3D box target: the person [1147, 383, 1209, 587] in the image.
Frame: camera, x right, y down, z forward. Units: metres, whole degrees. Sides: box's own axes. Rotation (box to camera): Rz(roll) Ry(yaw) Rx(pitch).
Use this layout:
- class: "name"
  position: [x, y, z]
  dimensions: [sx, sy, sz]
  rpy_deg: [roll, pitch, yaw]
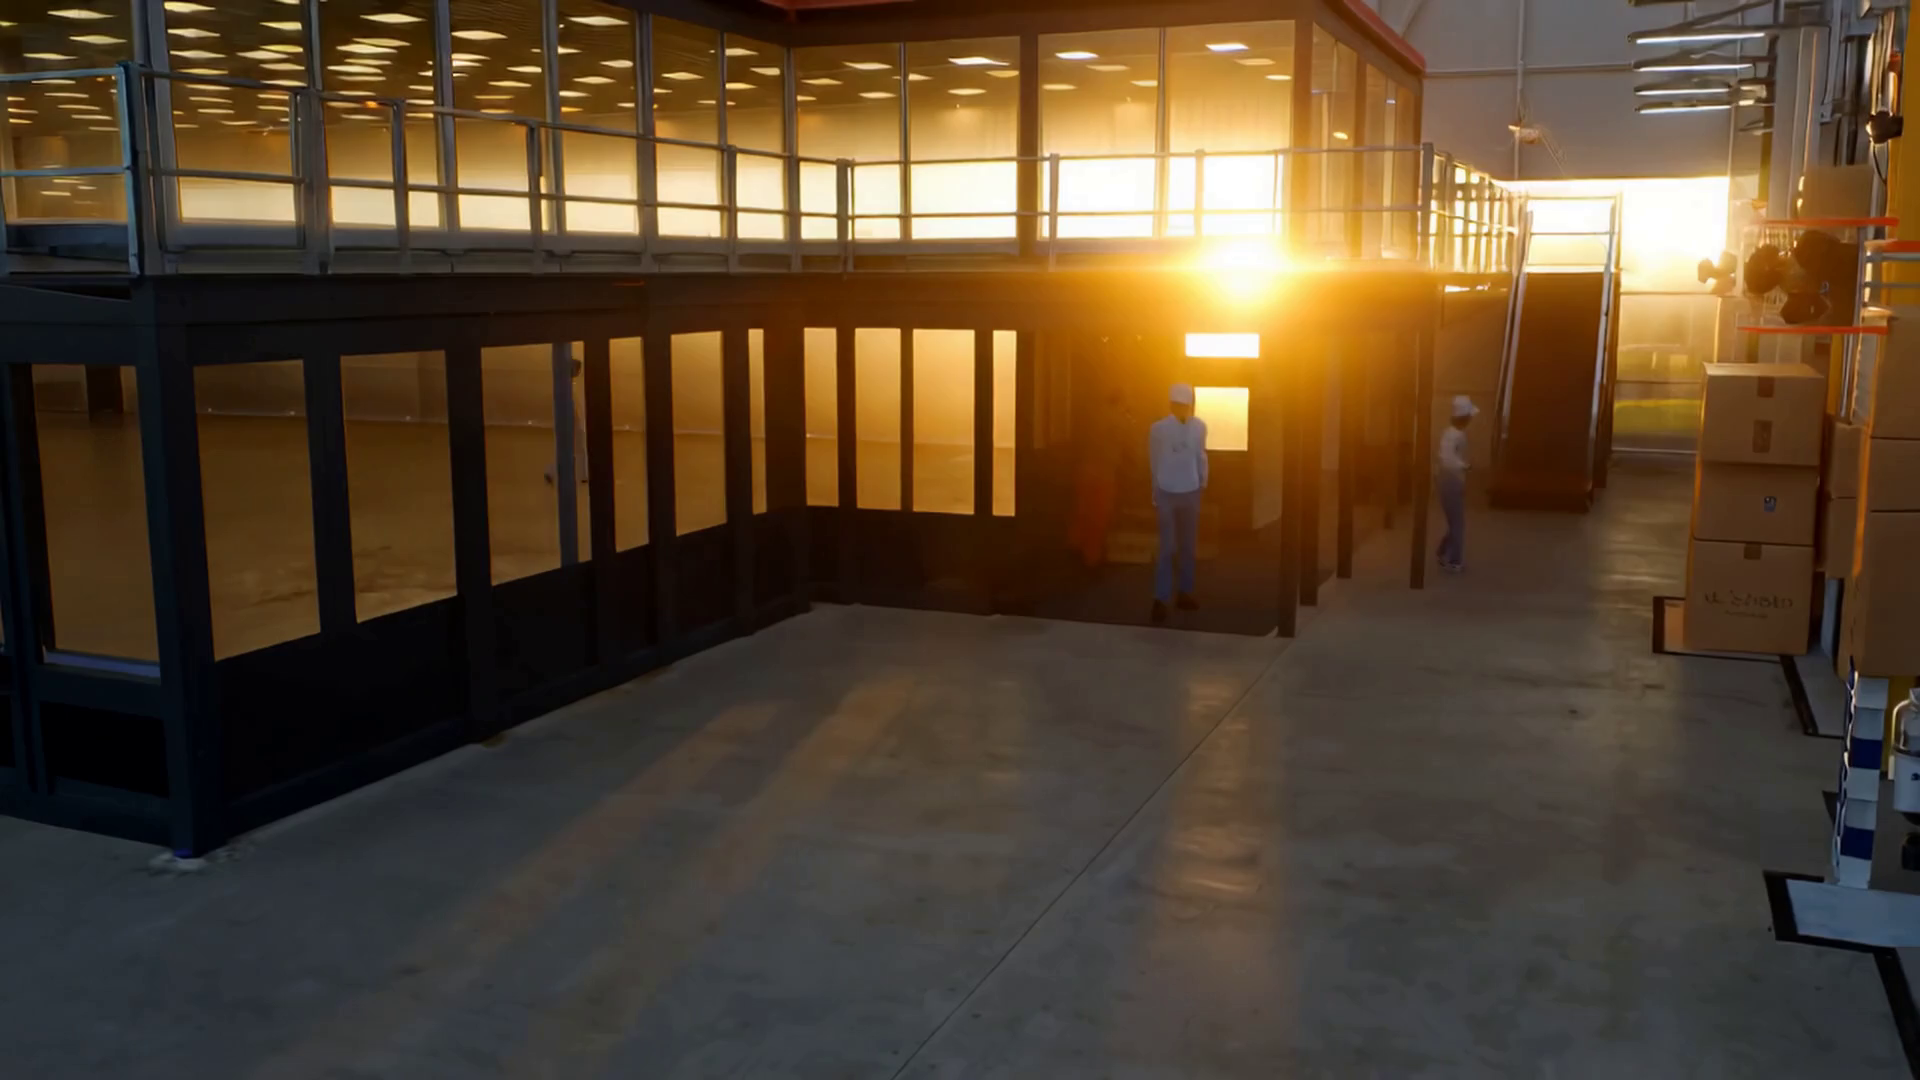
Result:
- class: "person"
  position: [2.118, -0.528, 16.082]
  dimensions: [0.617, 1.985, 0.408]
  rpy_deg: [-3, 10, -17]
